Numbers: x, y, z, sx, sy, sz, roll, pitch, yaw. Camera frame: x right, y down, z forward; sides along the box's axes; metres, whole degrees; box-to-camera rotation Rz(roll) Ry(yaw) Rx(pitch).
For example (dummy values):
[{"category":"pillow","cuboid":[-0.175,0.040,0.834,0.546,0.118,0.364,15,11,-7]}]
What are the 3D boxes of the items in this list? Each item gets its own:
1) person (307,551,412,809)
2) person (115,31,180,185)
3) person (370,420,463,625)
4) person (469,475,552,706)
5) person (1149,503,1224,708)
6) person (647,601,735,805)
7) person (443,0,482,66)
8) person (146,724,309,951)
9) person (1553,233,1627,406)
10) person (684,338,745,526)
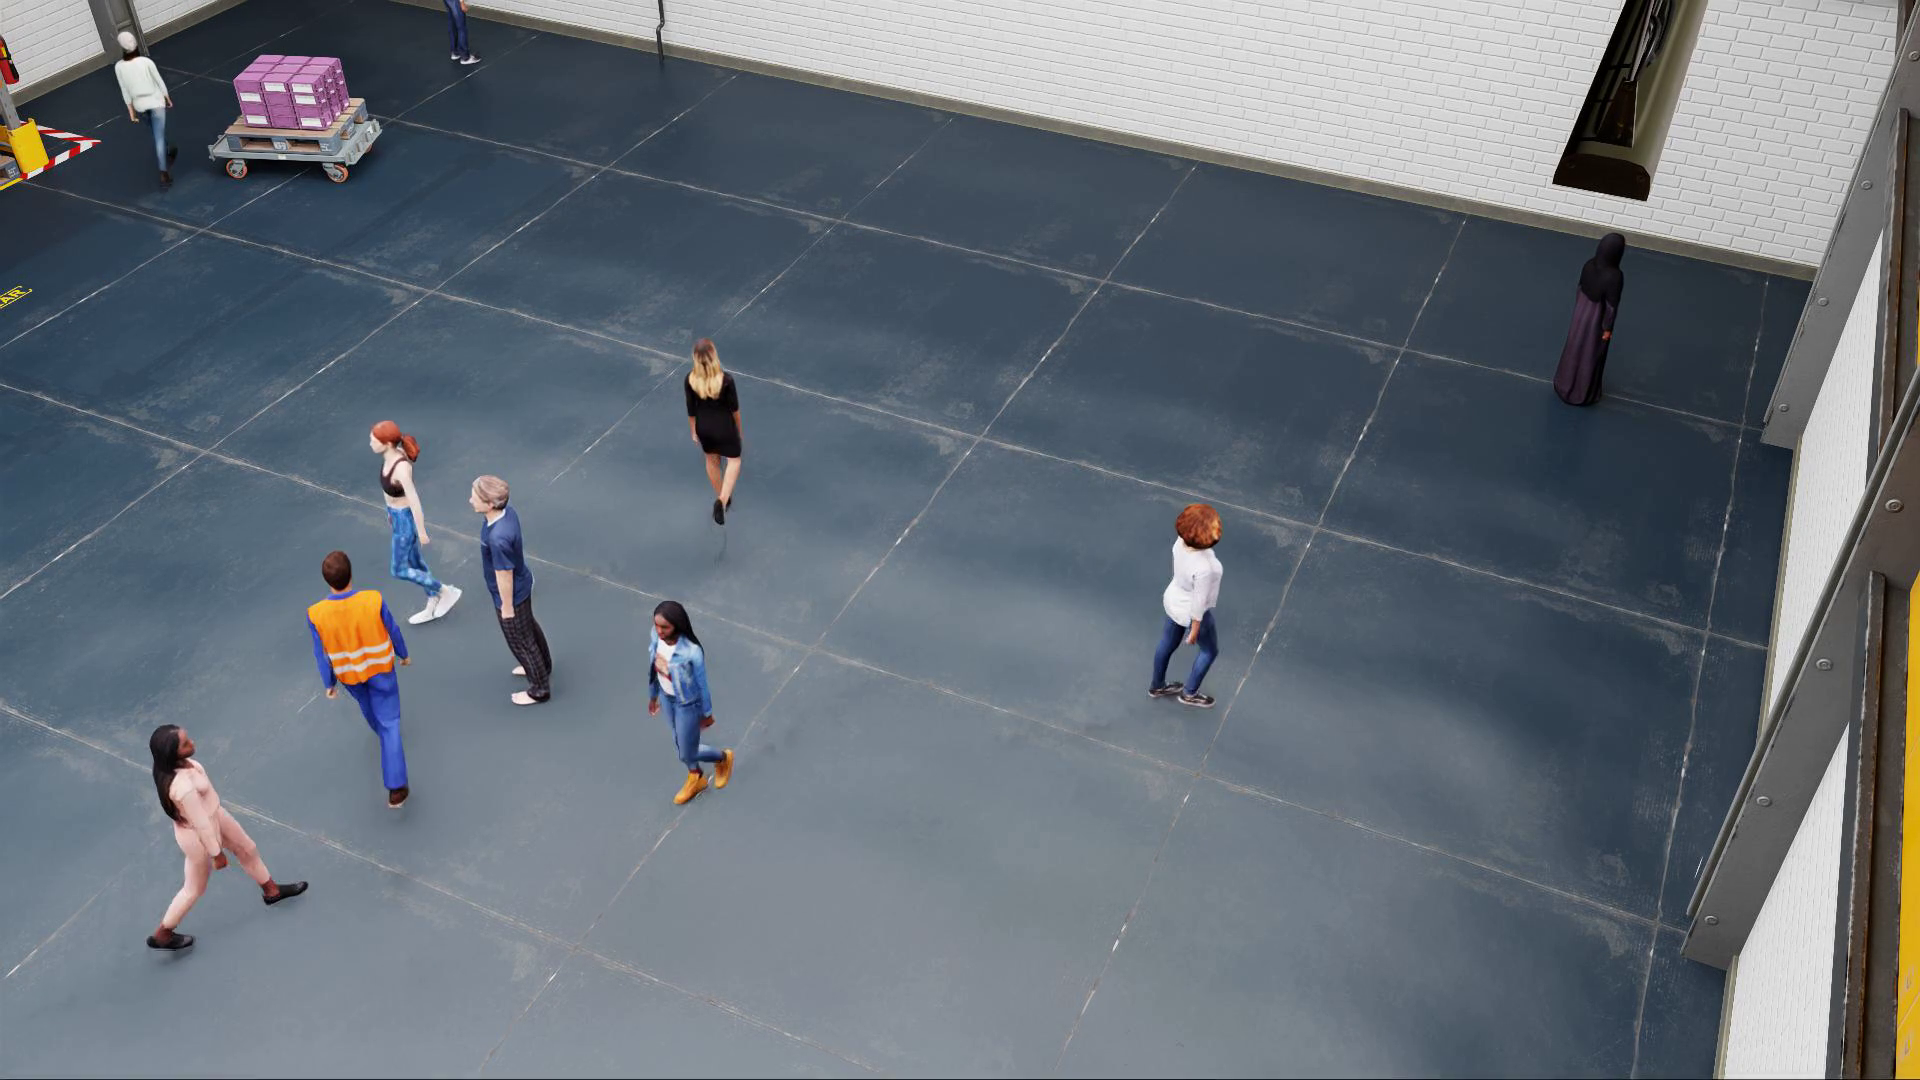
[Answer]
[{"category":"person","cuboid":[-3.828,0.920,10.749,1.209,1.819,1.305,-10,40,-12]},{"category":"person","cuboid":[-8.699,-4.611,17.850,0.995,1.601,1.201,-6,39,-8]},{"category":"person","cuboid":[-3.941,-0.134,12.105,0.812,1.775,0.746,-17,42,-20]},{"category":"person","cuboid":[-3.081,0.334,11.444,0.786,1.868,0.698,-9,39,-11]},{"category":"person","cuboid":[1.477,0.470,11.410,0.843,1.697,0.783,-13,40,-16]},{"category":"person","cuboid":[-1.720,1.005,10.738,0.717,1.702,0.776,30,47,32]},{"category":"person","cuboid":[-6.241,-6.661,20.454,0.604,1.555,0.602,-30,47,-32]},{"category":"person","cuboid":[-4.543,1.783,9.781,1.253,1.679,1.054,-20,43,-24]},{"category":"person","cuboid":[5.526,-1.950,14.507,0.774,1.616,0.714,-13,40,-15]},{"category":"person","cuboid":[-1.916,-0.807,13.039,0.743,1.661,0.930,3,39,4]}]
